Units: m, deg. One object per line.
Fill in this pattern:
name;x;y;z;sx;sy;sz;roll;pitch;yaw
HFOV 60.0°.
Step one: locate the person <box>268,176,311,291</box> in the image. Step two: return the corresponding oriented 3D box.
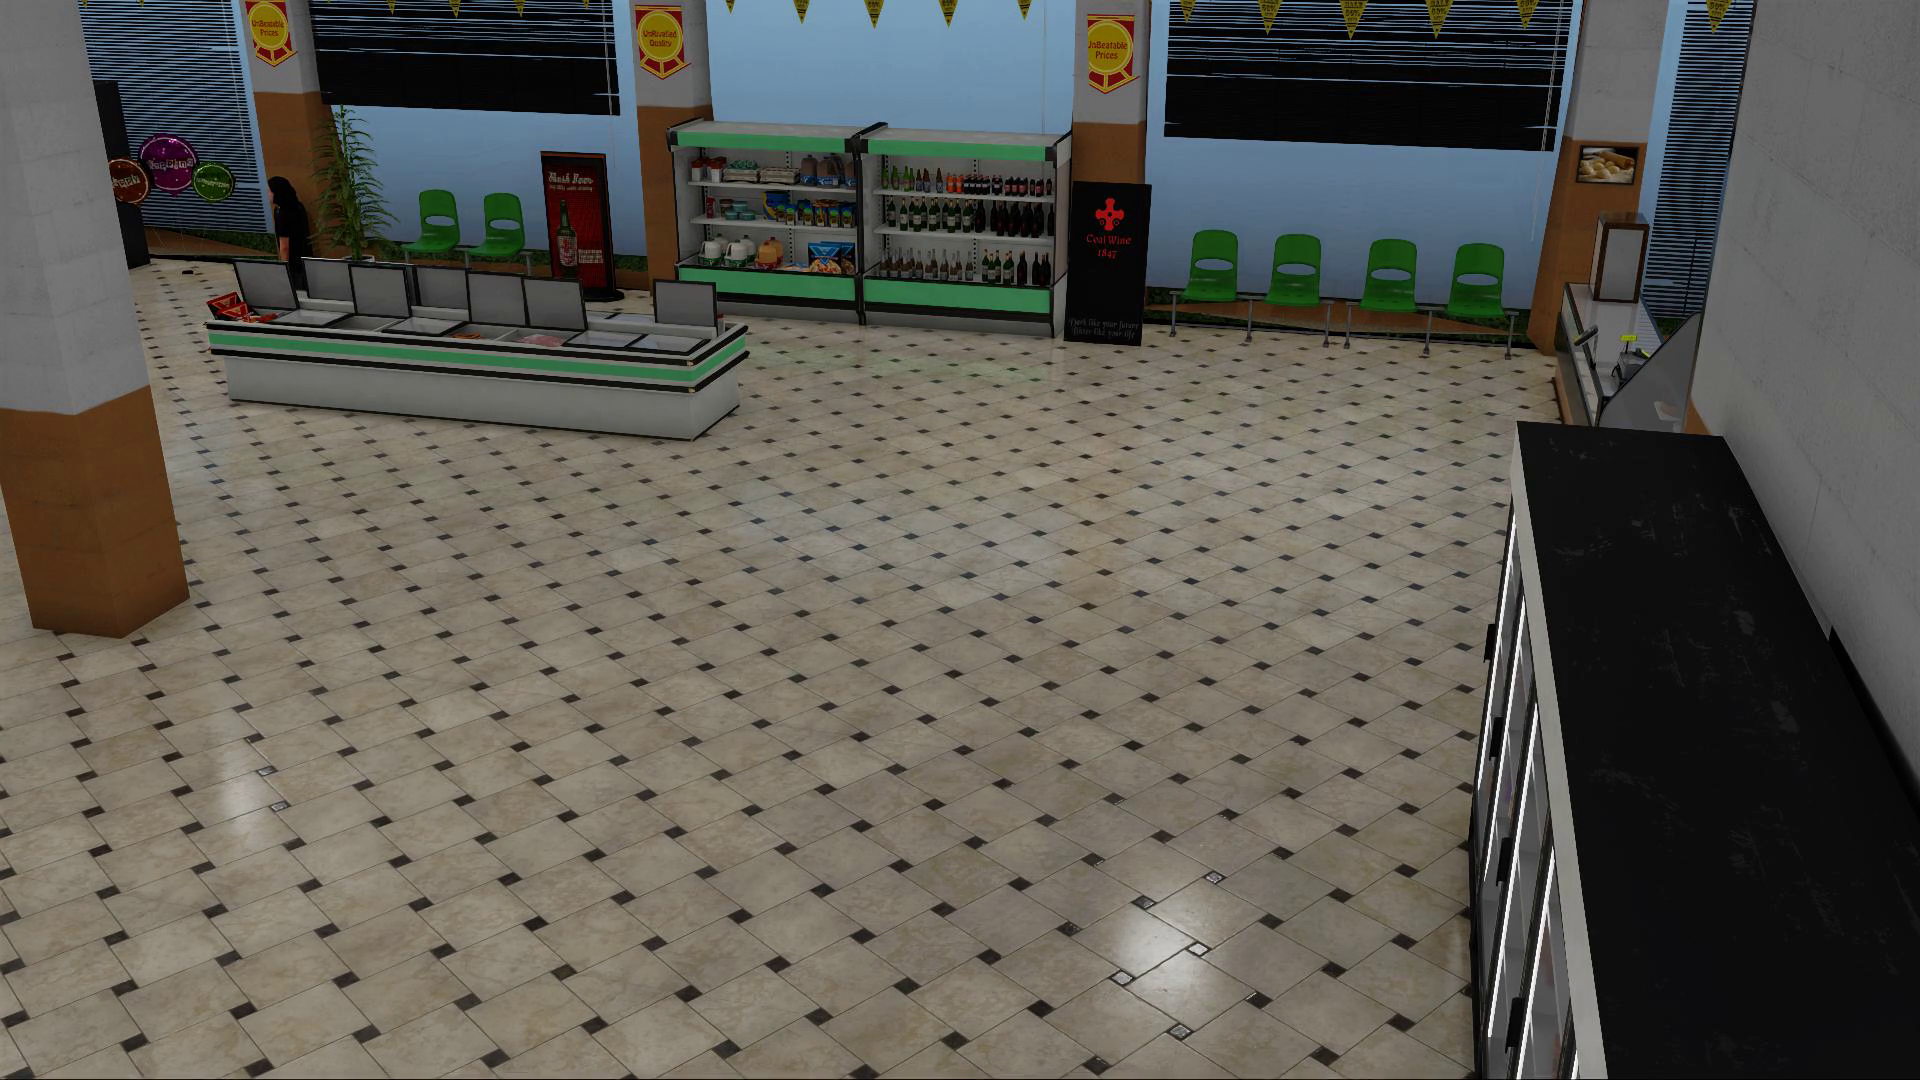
person;-6.951;-2.895;17.413;0.609;1.829;0.678;1;22;1
